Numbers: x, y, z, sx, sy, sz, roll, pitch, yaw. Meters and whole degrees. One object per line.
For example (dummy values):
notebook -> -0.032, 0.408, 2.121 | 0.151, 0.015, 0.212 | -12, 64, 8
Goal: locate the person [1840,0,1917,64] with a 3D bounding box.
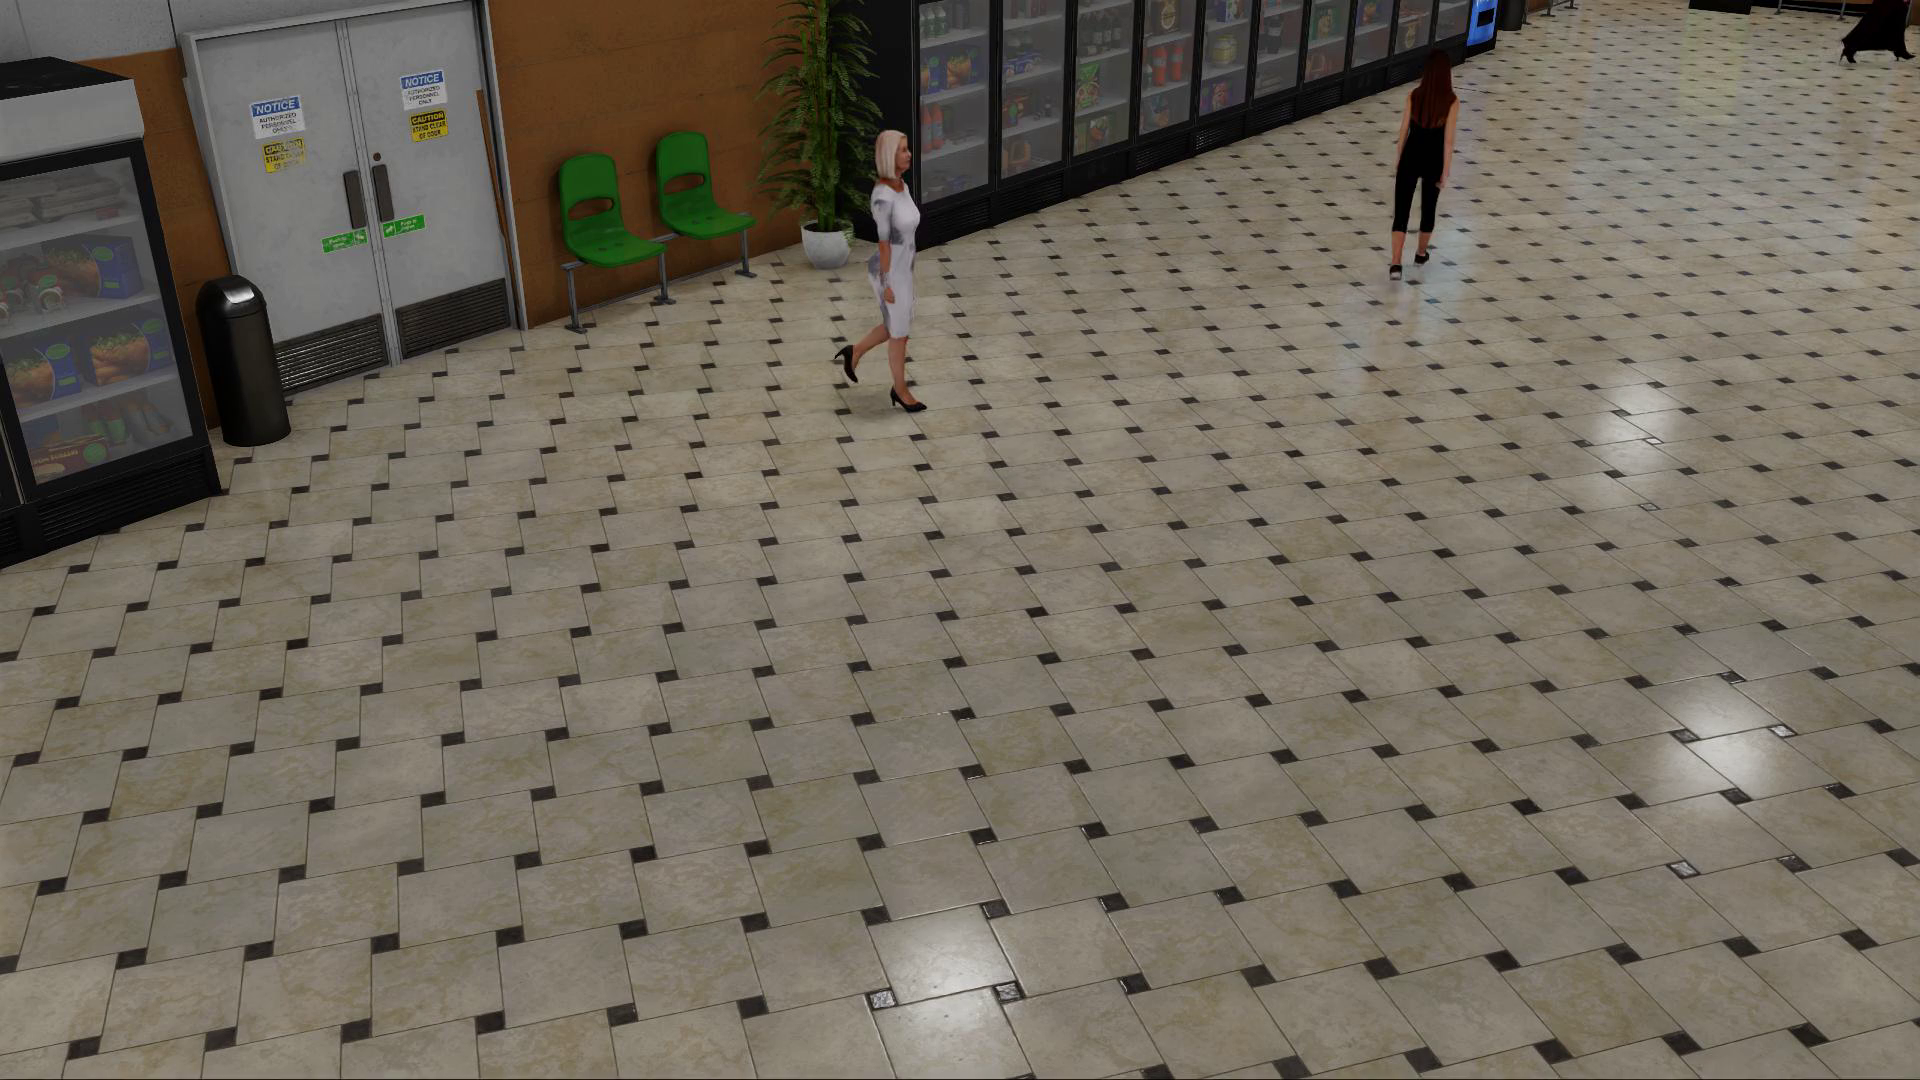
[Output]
person -> 11.000, -6.518, 19.835 | 1.220, 1.700, 0.986 | 5, 27, 9

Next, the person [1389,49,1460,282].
person -> 3.416, -2.756, 12.426 | 1.137, 1.692, 0.894 | 10, 29, 20

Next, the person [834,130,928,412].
person -> -0.482, -1.623, 10.142 | 0.940, 1.737, 0.768 | 7, 28, 14
